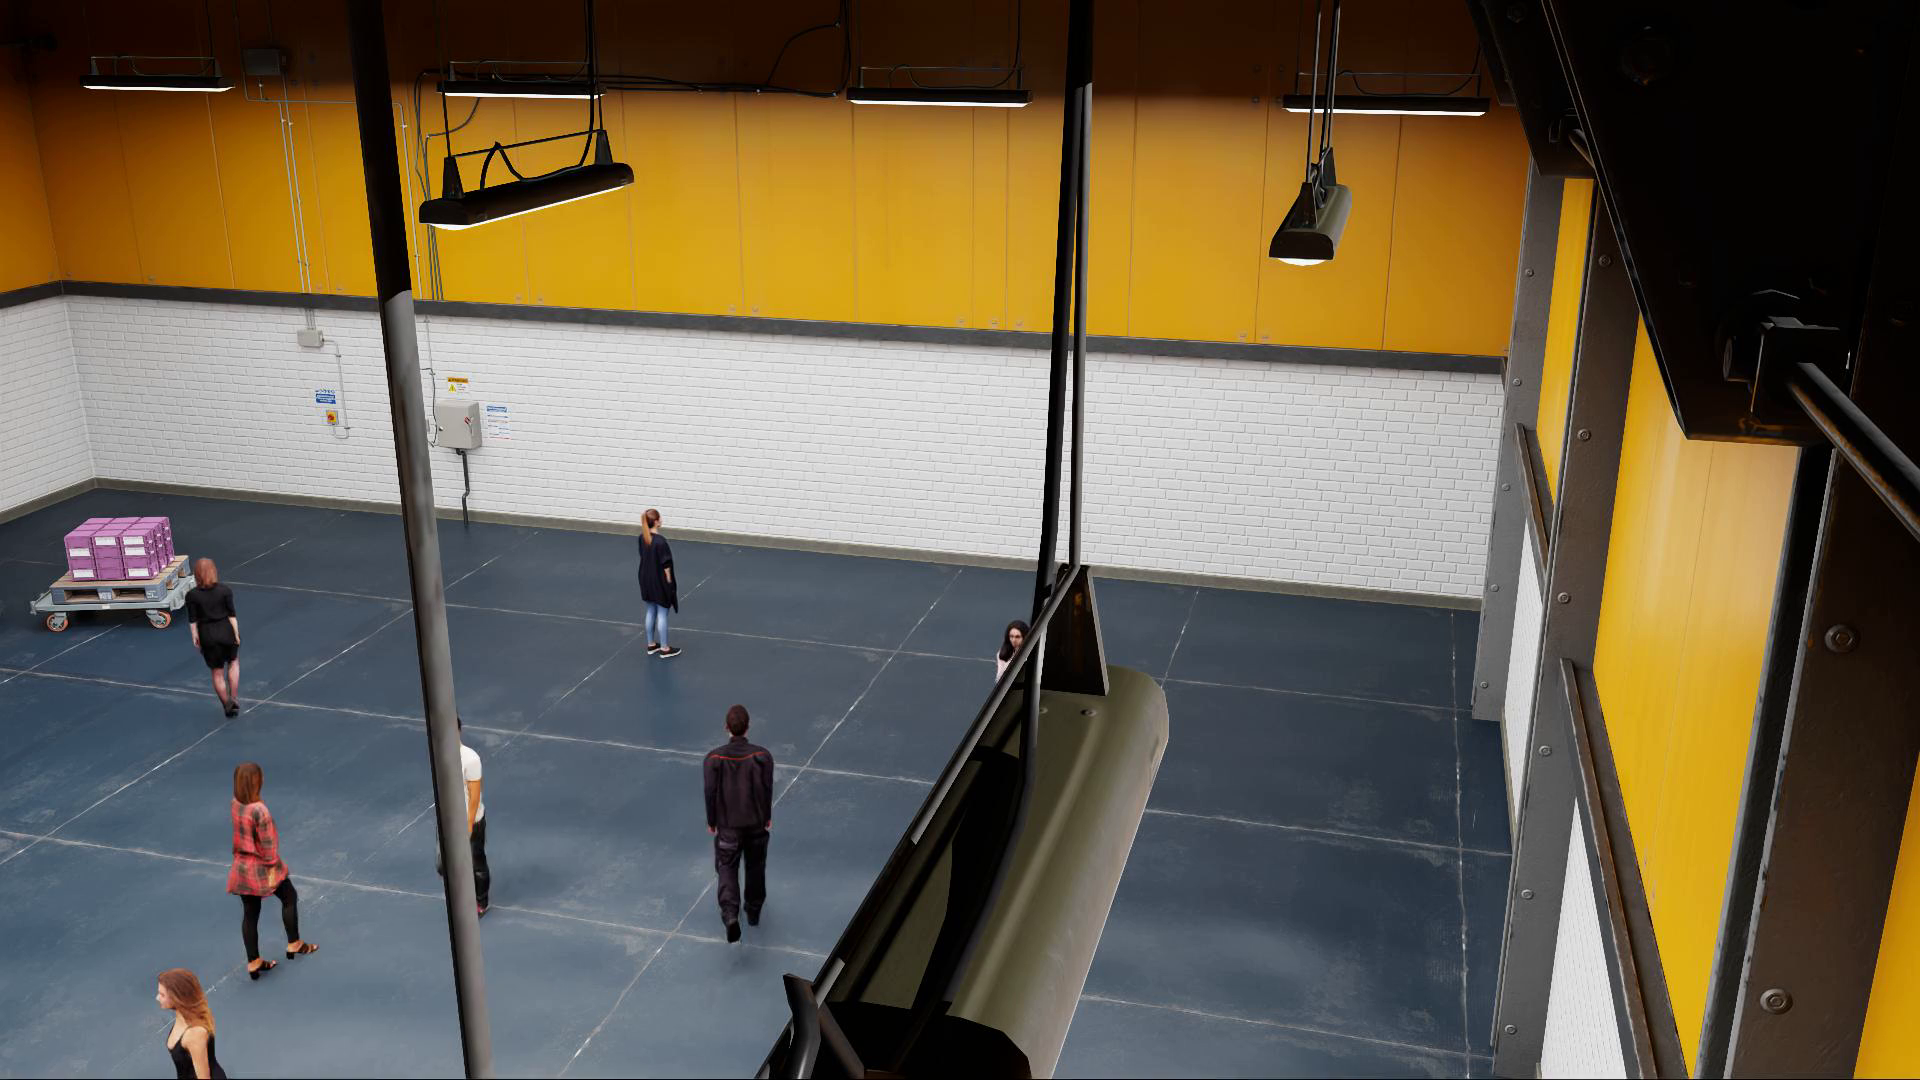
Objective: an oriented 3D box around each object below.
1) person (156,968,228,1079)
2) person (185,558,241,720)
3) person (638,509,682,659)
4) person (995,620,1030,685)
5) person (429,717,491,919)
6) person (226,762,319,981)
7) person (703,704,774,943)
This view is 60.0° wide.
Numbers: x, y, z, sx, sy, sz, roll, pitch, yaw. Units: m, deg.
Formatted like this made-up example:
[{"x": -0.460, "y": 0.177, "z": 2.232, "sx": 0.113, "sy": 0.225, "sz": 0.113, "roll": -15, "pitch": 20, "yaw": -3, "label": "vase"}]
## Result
[{"x": -4.399, "y": 3.270, "z": 9.843, "sx": 0.775, "sy": 1.709, "sz": 0.716, "roll": -11, "pitch": 22, "yaw": -30, "label": "person"}, {"x": -7.392, "y": 1.015, "z": 16.556, "sx": 0.702, "sy": 1.697, "sz": 0.748, "roll": -8, "pitch": 20, "yaw": -22, "label": "person"}, {"x": -3.333, "y": 0.463, "z": 18.218, "sx": 0.712, "sy": 1.683, "sz": 0.706, "roll": 15, "pitch": 24, "yaw": 38, "label": "person"}, {"x": 0.576, "y": 1.517, "z": 14.991, "sx": 0.649, "sy": 1.743, "sz": 0.934, "roll": 5, "pitch": 19, "yaw": 15, "label": "person"}, {"x": -3.850, "y": 2.147, "z": 13.059, "sx": 0.625, "sy": 1.784, "sz": 0.646, "roll": 6, "pitch": 20, "yaw": 17, "label": "person"}, {"x": -5.251, "y": 2.467, "z": 12.268, "sx": 0.729, "sy": 1.681, "sz": 0.838, "roll": 10, "pitch": 21, "yaw": 28, "label": "person"}, {"x": -1.675, "y": 2.194, "z": 12.748, "sx": 0.940, "sy": 1.893, "sz": 1.144, "roll": -2, "pitch": 19, "yaw": -7, "label": "person"}]
